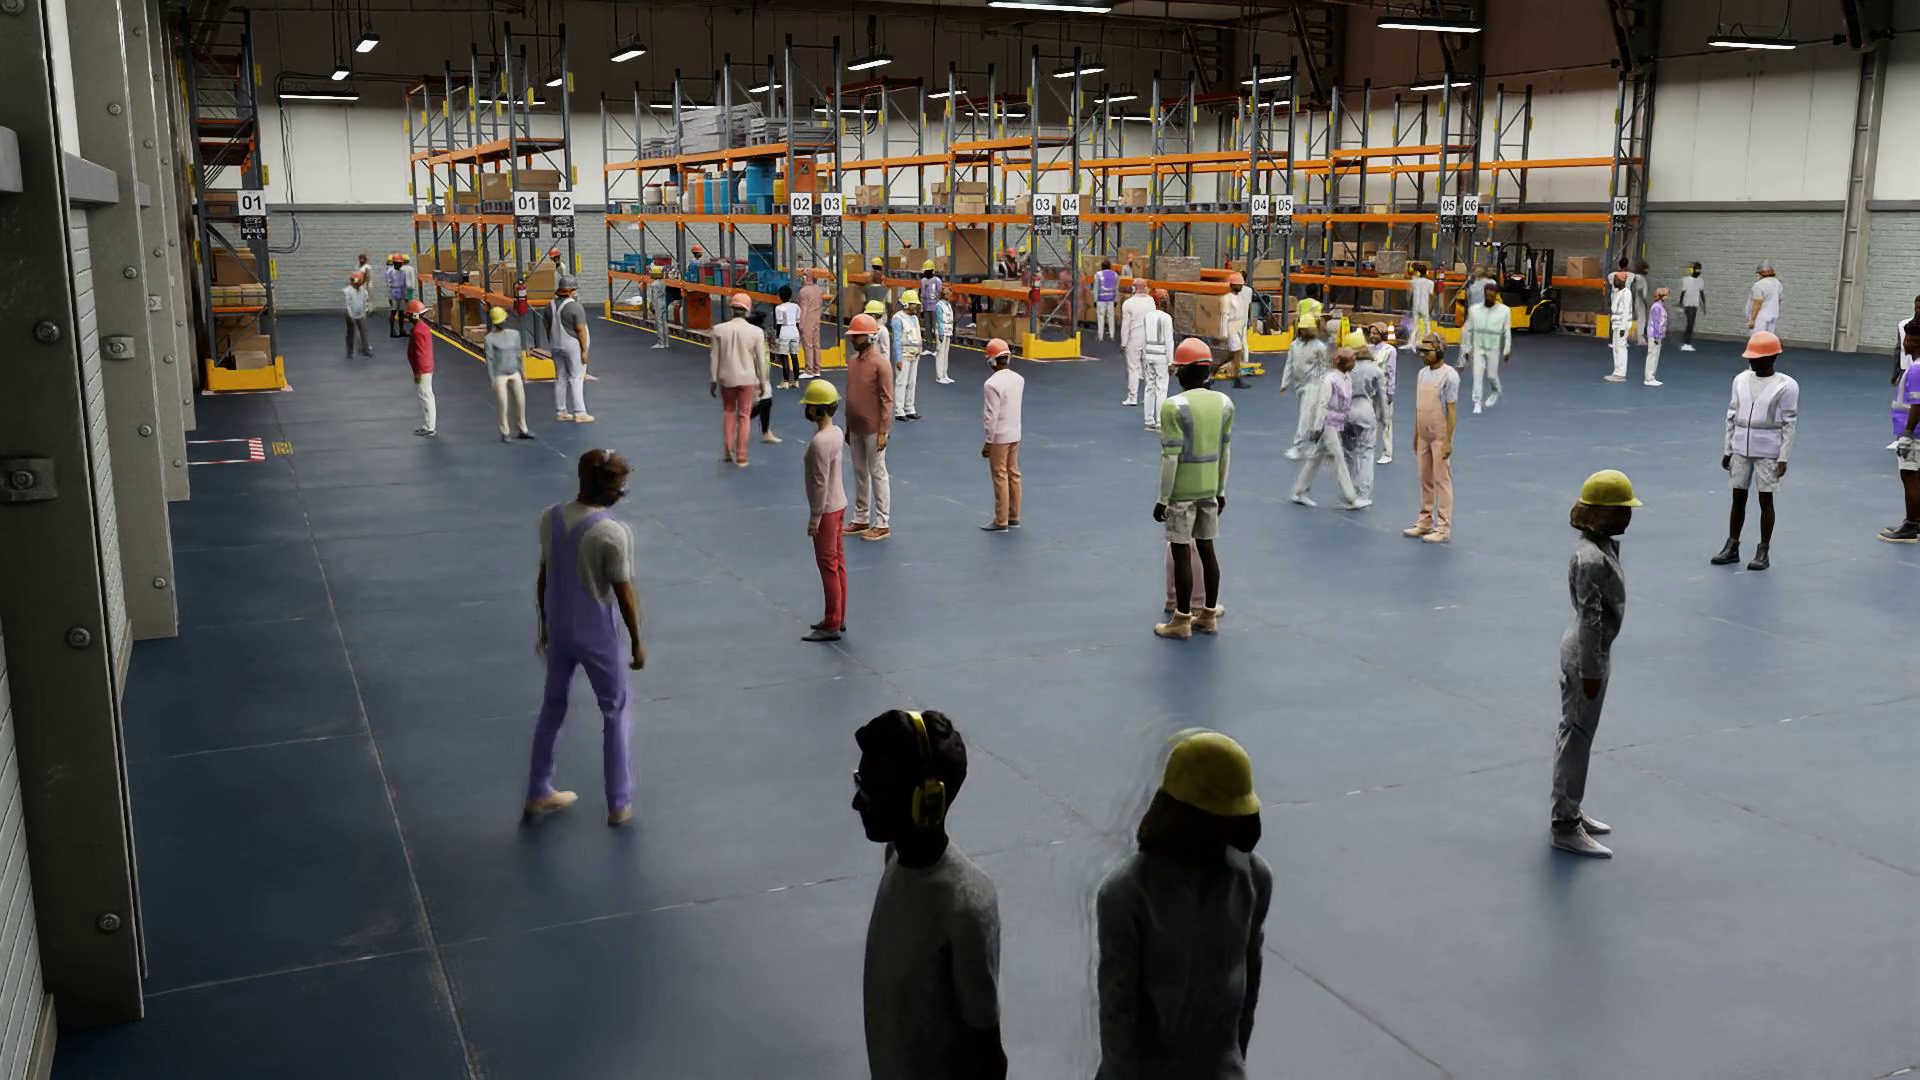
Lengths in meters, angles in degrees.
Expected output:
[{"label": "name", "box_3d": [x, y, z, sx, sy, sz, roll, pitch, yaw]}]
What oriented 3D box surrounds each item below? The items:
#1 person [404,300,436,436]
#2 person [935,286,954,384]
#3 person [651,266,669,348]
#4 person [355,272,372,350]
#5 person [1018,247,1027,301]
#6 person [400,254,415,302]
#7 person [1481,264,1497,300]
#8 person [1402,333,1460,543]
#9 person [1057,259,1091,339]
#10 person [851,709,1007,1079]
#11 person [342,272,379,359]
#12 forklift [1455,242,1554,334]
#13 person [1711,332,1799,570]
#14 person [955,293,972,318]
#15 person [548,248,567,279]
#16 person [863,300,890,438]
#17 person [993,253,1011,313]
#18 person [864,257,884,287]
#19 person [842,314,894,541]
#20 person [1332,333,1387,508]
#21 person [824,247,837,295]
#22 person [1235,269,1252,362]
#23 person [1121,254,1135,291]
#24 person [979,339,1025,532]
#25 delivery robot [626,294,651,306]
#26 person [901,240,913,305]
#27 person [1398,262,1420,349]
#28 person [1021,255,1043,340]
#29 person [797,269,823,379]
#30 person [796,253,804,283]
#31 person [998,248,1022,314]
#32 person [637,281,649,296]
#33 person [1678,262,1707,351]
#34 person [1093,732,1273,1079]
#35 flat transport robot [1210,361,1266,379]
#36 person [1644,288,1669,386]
[{"label": "person", "box_3d": [-7.012, -2.232, 21.600, 0.331, 1.753, 0.561, -2, 11, -9]}, {"label": "person", "box_3d": [-0.273, -3.475, 28.214, 0.305, 1.641, 0.511, 3, 12, 16]}, {"label": "person", "box_3d": [-6.468, -4.991, 35.654, 0.324, 1.743, 0.490, 4, 12, 19]}, {"label": "person", "box_3d": [-12.644, -4.838, 35.141, 0.310, 1.638, 0.522, -1, 11, -4]}, {"label": "person", "box_3d": [2.033, -8.674, 54.313, 0.312, 1.767, 0.533, -2, 11, -12]}, {"label": "person", "box_3d": [-15.448, -7.089, 46.309, 0.521, 1.744, 0.755, -1, 11, -3]}, {"label": "person", "box_3d": [10.707, -4.688, 33.853, 0.508, 1.846, 0.345, -6, 13, -28]}, {"label": "person", "box_3d": [4.163, -0.898, 14.623, 0.340, 1.838, 0.509, -5, 12, -23]}, {"label": "person", "box_3d": [2.517, -5.203, 36.367, 0.773, 1.878, 0.525, -6, 13, -27]}, {"label": "person", "box_3d": [-0.084, 1.261, 3.561, 0.312, 1.869, 0.536, -5, 12, -23]}, {"label": "person", "box_3d": [-11.926, -4.437, 32.947, 0.805, 1.698, 0.548, 8, 14, 35]}, {"label": "forklift", "box_3d": [13.047, -6.049, 39.881, 2.313, 2.155, 1.214, -5, 12, -23]}, {"label": "person", "box_3d": [6.441, -0.719, 13.467, 0.375, 1.930, 0.542, -8, 14, -36]}, {"label": "person", "box_3d": [0.079, -6.890, 45.691, 0.767, 1.593, 0.491, 3, 12, 16]}, {"label": "person", "box_3d": [-9.703, -5.996, 40.006, 0.608, 2.042, 0.375, 9, 14, 37]}, {"label": "person", "box_3d": [-1.080, -2.174, 21.277, 0.317, 1.769, 0.522, -6, 13, -29]}, {"label": "person", "box_3d": [1.073, -6.296, 41.952, 0.655, 1.868, 0.912, -1, 11, -7]}, {"label": "person", "box_3d": [-1.797, -5.085, 35.671, 0.381, 1.922, 0.594, -10, 15, -42]}, {"label": "person", "box_3d": [-0.830, -0.998, 14.718, 0.381, 1.994, 0.615, -9, 14, -39]}, {"label": "person", "box_3d": [3.923, -1.167, 16.333, 0.593, 1.699, 0.728, 2, 11, 11]}, {"label": "person", "box_3d": [-3.768, -7.848, 49.880, 0.612, 1.852, 0.855, 2, 11, 12]}, {"label": "person", "box_3d": [4.990, -3.898, 29.767, 0.518, 1.876, 0.326, -8, 14, -36]}, {"label": "person", "box_3d": [4.781, -7.125, 46.546, 0.562, 1.720, 0.779, 1, 11, 5]}, {"label": "person", "box_3d": [0.360, -0.949, 15.098, 0.339, 1.747, 0.563, 7, 13, 32]}, {"label": "delivery robot", "box_3d": [-9.239, -6.831, 47.787, 0.477, 0.478, 0.707, 9, 14, 36]}, {"label": "person", "box_3d": [-1.658, -8.317, 51.796, 0.392, 2.041, 0.615, 5, 12, 23]}, {"label": "person", "box_3d": [9.507, -4.937, 35.113, 0.398, 1.845, 0.533, 5, 12, 25]}, {"label": "person", "box_3d": [1.555, -5.286, 36.397, 0.534, 2.000, 0.767, 0, 11, 2]}, {"label": "person", "box_3d": [-2.659, -3.774, 29.050, 0.406, 1.910, 0.639, 5, 12, 24]}, {"label": "person", "box_3d": [-5.022, -8.201, 52.232, 0.308, 1.640, 0.511, -3, 11, -13]}, {"label": "person", "box_3d": [1.302, -6.232, 41.274, 0.600, 2.005, 0.902, -7, 13, -30]}, {"label": "person", "box_3d": [-9.167, -7.392, 48.235, 0.584, 1.592, 0.500, 4, 12, 19]}, {"label": "person", "box_3d": [15.343, -4.856, 34.693, 0.545, 1.845, 0.709, -3, 12, -16]}, {"label": "person", "box_3d": [0.534, 1.273, 3.939, 0.495, 1.695, 0.888, -4, 12, -20]}, {"label": "flat transport robot", "box_3d": [4.712, -3.008, 29.331, 0.652, 0.197, 1.431, 11, 16, 44]}, {"label": "person", "box_3d": [11.668, -3.400, 27.865, 0.312, 1.632, 0.521, 7, 13, 30]}]
